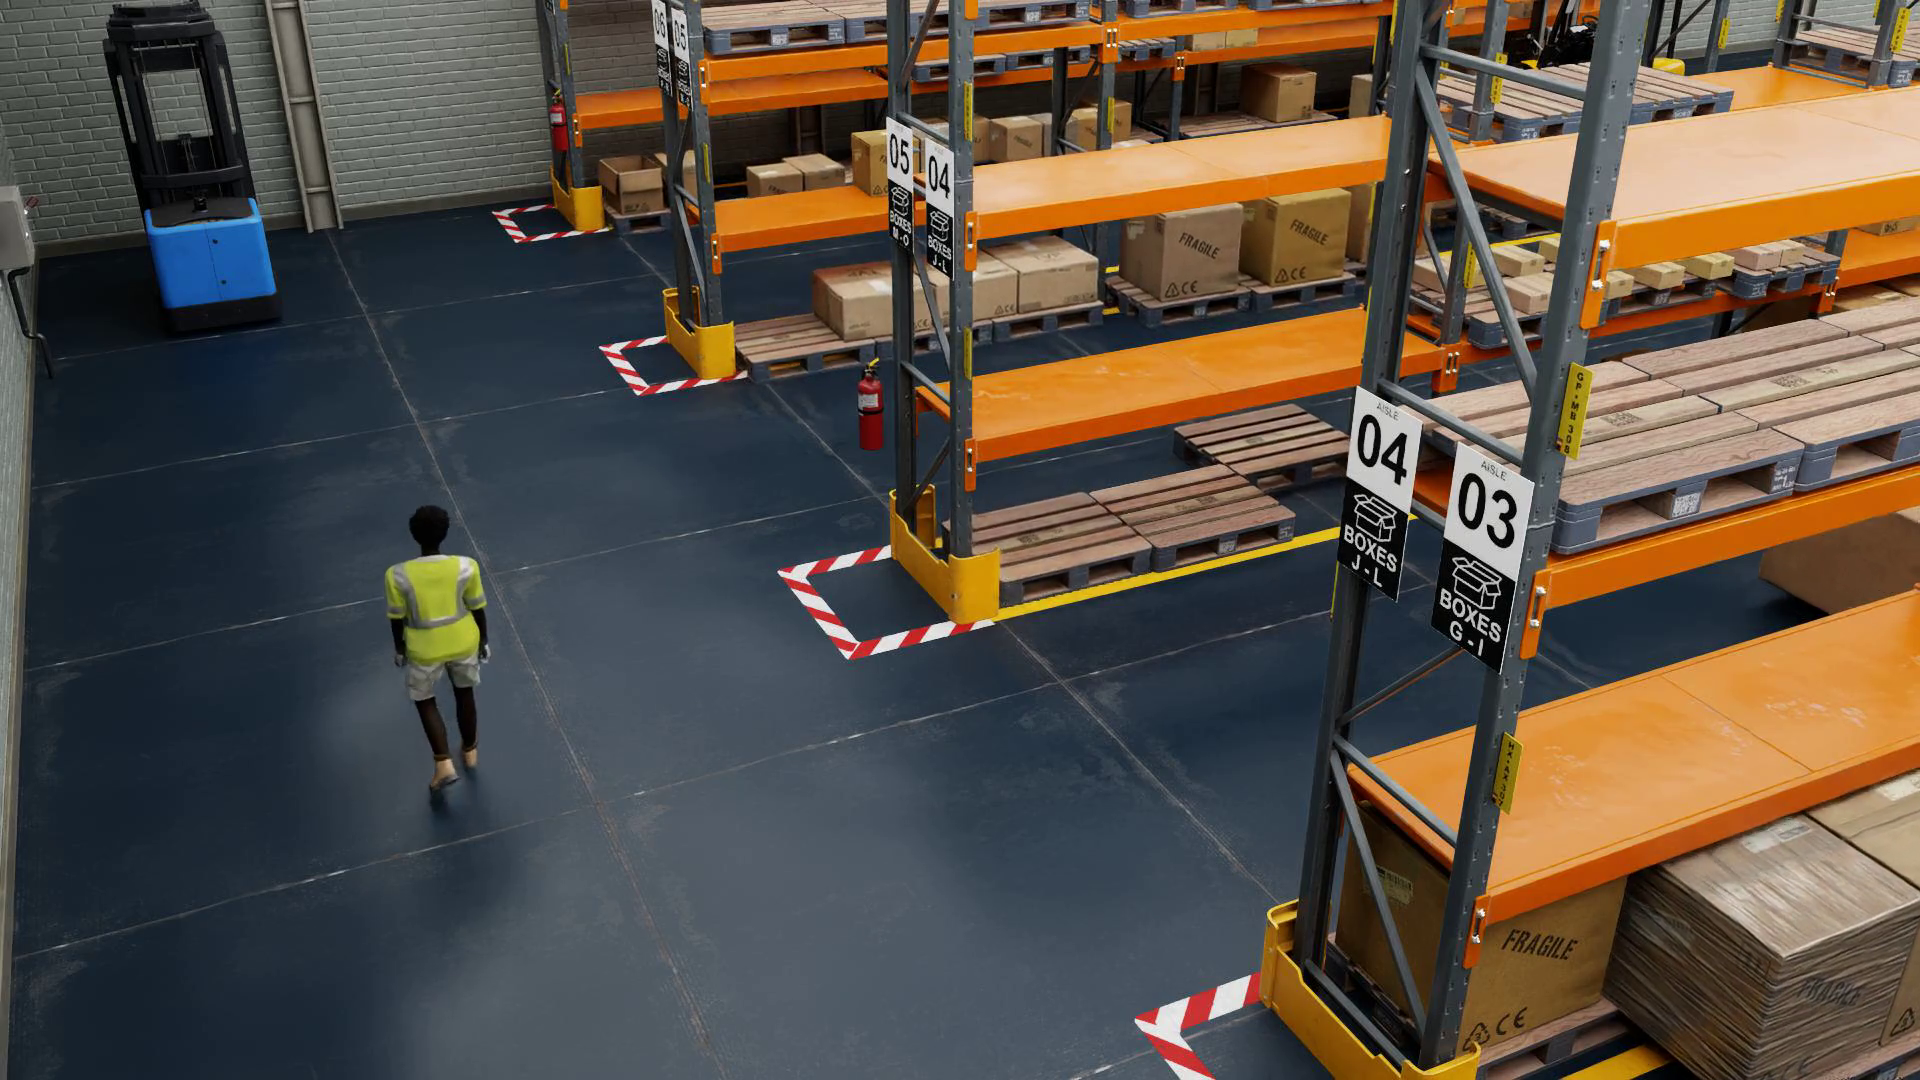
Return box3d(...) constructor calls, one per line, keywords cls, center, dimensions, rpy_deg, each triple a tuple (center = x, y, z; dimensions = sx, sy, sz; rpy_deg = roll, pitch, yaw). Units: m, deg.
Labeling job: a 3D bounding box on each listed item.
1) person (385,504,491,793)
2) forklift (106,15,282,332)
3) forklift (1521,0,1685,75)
box3d(cls="person", center=(-2.892, 0.636, 9.356), dimensions=(0.548, 1.669, 0.540), rpy_deg=(-12, 30, -22))
box3d(cls="forklift", center=(-7.548, -3.672, 16.323), dimensions=(1.129, 2.768, 1.873), rpy_deg=(-12, 30, -22))
box3d(cls="forklift", center=(8.950, -6.807, 23.056), dimensions=(1.214, 2.155, 2.313), rpy_deg=(-12, 30, -22))
